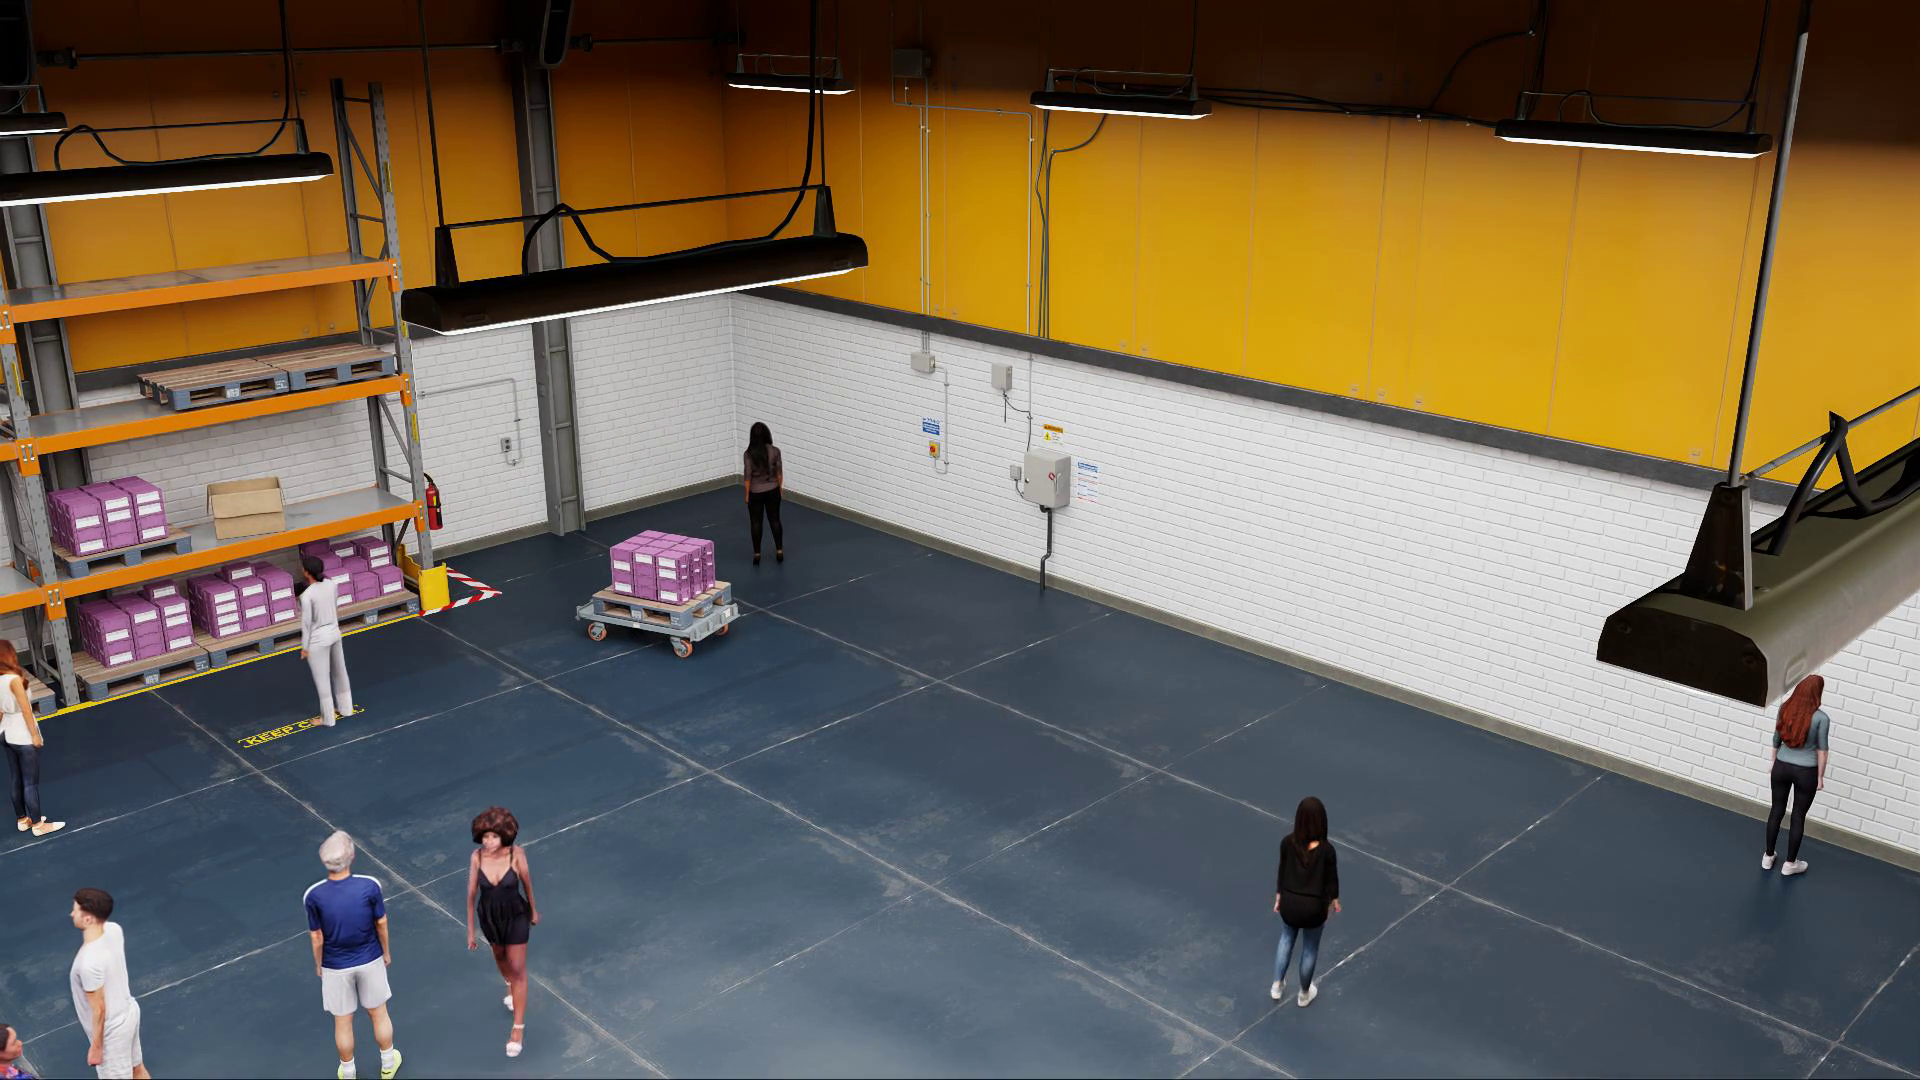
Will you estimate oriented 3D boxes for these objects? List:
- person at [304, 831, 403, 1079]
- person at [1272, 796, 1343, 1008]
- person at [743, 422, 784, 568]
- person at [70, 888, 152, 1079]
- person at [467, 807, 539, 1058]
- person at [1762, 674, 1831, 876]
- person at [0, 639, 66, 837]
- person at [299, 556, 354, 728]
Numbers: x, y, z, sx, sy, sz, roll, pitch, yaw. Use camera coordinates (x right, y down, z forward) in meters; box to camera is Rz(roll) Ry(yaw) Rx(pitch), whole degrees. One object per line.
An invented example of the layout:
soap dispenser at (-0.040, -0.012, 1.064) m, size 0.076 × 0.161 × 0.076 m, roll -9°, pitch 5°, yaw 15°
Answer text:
person at (-3.999, 2.762, 10.949) m, size 0.629 × 1.839 × 0.769 m, roll -8°, pitch 20°, yaw -22°
person at (2.434, 2.591, 11.767) m, size 0.656 × 1.641 × 0.663 m, roll 10°, pitch 21°, yaw 27°
person at (-2.458, -0.578, 20.863) m, size 0.702 × 1.840 × 0.806 m, roll -5°, pitch 19°, yaw -15°
person at (-5.235, 2.979, 10.278) m, size 0.776 × 1.855 × 0.766 m, roll -4°, pitch 19°, yaw -11°
person at (-3.153, 2.614, 11.544) m, size 1.077 × 1.739 × 1.099 m, roll -1°, pitch 19°, yaw -3°
person at (6.846, 1.908, 13.634) m, size 0.535 × 1.742 × 0.594 m, roll -16°, pitch 24°, yaw -39°
person at (-8.067, 1.684, 14.232) m, size 0.641 × 1.786 × 0.603 m, roll 11°, pitch 22°, yaw 30°
person at (-6.276, 0.978, 16.405) m, size 0.761 × 1.737 × 0.621 m, roll 7°, pitch 20°, yaw 21°
